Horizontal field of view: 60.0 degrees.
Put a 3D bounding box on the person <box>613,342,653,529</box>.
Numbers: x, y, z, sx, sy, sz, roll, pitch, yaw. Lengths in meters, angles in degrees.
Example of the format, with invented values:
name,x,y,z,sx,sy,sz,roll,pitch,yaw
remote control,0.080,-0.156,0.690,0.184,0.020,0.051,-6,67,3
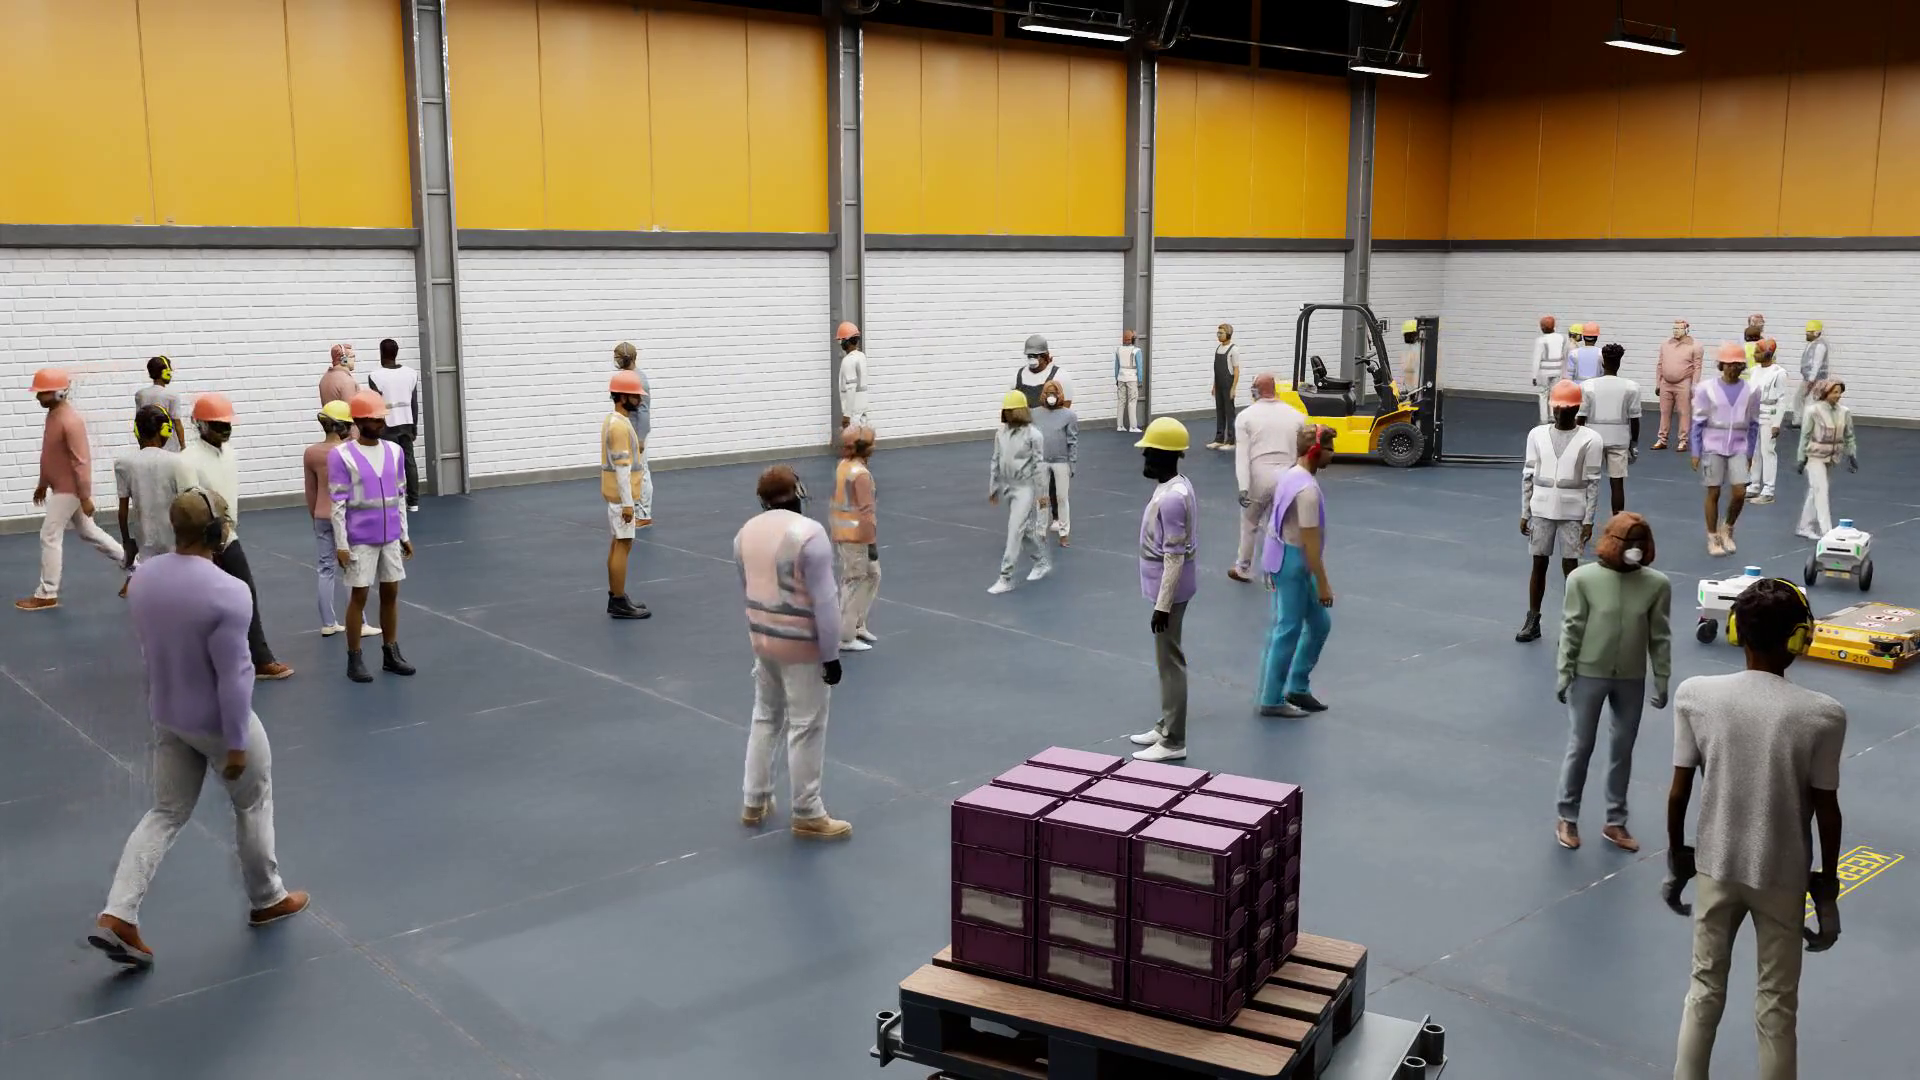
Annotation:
name,x,y,z,sx,sy,sz,roll,pitch,yaw
person,-3.391,-1.077,17.200,0.375,1.936,0.627,-6,11,-30

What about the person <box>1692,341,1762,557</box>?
name,x,y,z,sx,sy,sz,roll,pitch,yaw
person,7.145,-0.839,15.538,0.620,2.023,0.454,2,10,10

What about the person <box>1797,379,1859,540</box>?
name,x,y,z,sx,sy,sz,roll,pitch,yaw
person,8.523,-0.755,16.261,0.535,1.602,0.805,-2,10,-14

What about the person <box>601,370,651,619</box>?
name,x,y,z,sx,sy,sz,roll,pitch,yaw
person,-2.597,-0.354,12.967,0.377,1.932,0.552,-3,10,-17

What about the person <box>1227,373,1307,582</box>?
name,x,y,z,sx,sy,sz,roll,pitch,yaw
person,2.650,-0.475,14.014,0.689,1.835,1.068,-2,10,-9

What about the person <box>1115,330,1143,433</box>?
name,x,y,z,sx,sy,sz,roll,pitch,yaw
person,2.695,-2.529,26.568,0.523,1.638,0.310,9,13,42

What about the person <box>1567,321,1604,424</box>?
name,x,y,z,sx,sy,sz,roll,pitch,yaw
person,8.411,-1.951,22.297,0.546,1.942,0.352,5,11,25

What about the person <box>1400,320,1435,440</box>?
name,x,y,z,sx,sy,sz,roll,pitch,yaw
person,6.632,-2.299,24.527,1.031,1.871,0.603,-2,10,-10

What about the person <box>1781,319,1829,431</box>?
name,x,y,z,sx,sy,sz,roll,pitch,yaw
person,13.507,-2.605,26.500,0.742,1.799,0.614,2,10,9

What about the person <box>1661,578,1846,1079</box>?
name,x,y,z,sx,sy,sz,roll,pitch,yaw
person,2.403,1.036,5.052,0.517,1.862,0.328,8,13,40

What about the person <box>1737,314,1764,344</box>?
name,x,y,z,sx,sy,sz,roll,pitch,yaw
person,12.427,-2.581,26.081,0.643,1.912,0.411,-8,12,-38

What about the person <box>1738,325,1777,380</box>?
name,x,y,z,sx,sy,sz,roll,pitch,yaw
person,11.366,-2.181,23.996,0.650,1.814,0.791,2,10,13

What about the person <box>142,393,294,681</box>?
name,x,y,z,sx,sy,sz,roll,pitch,yaw
person,-4.995,-0.005,10.968,1.002,1.943,0.655,3,10,15

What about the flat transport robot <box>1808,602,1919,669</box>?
name,x,y,z,sx,sy,sz,roll,pitch,yaw
flat transport robot,6.576,0.663,11.876,1.431,0.197,0.652,-9,13,-42

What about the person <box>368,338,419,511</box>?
name,x,y,z,sx,sy,sz,roll,pitch,yaw
person,-6.173,-1.237,18.189,0.378,1.919,0.595,7,12,36

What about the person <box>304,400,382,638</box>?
name,x,y,z,sx,sy,sz,roll,pitch,yaw
person,-4.571,-0.148,12.280,0.524,1.760,0.328,3,10,19

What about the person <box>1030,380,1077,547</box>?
name,x,y,z,sx,sy,sz,roll,pitch,yaw
person,0.892,-0.740,16.142,0.502,1.628,0.286,3,10,16

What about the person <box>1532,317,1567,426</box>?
name,x,y,z,sx,sy,sz,roll,pitch,yaw
person,9.542,-2.692,26.945,0.652,1.851,0.575,-2,10,-12

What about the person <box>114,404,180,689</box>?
name,x,y,z,sx,sy,sz,roll,pitch,yaw
person,-5.198,0.045,10.841,0.520,1.865,0.328,-1,10,-5

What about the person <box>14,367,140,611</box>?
name,x,y,z,sx,sy,sz,roll,pitch,yaw
person,-7.109,-0.434,13.409,0.997,1.954,0.621,-7,12,-35

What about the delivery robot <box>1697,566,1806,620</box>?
name,x,y,z,sx,sy,sz,roll,pitch,yaw
delivery robot,5.751,0.436,12.102,0.707,0.478,0.477,5,11,25

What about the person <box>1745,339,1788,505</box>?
name,x,y,z,sx,sy,sz,roll,pitch,yaw
person,9.130,-1.346,18.922,0.337,1.881,0.584,-2,10,-11

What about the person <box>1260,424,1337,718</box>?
name,x,y,z,sx,sy,sz,roll,pitch,yaw
person,2.099,0.203,10.056,0.586,1.818,0.567,1,10,7

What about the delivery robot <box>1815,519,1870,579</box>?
name,x,y,z,sx,sy,sz,roll,pitch,yaw
delivery robot,7.583,0.065,14.275,0.477,0.478,0.707,6,12,33

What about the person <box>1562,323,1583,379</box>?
name,x,y,z,sx,sy,sz,roll,pitch,yaw
person,9.633,-2.523,26.167,0.313,1.767,0.523,3,10,15

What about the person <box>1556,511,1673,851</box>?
name,x,y,z,sx,sy,sz,roll,pitch,yaw
person,3.093,0.665,7.879,0.519,1.626,0.294,0,10,2

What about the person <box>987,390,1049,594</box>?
name,x,y,z,sx,sy,sz,roll,pitch,yaw
person,0.514,-0.440,14.158,0.499,1.702,0.895,9,13,41

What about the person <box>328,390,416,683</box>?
name,x,y,z,sx,sy,sz,roll,pitch,yaw
person,-3.893,-0.023,11.061,0.405,1.936,0.558,8,12,38

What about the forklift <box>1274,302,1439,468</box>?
name,x,y,z,sx,sy,sz,roll,pitch,yaw
forklift,5.320,-2.157,22.763,2.313,2.155,1.214,3,10,16

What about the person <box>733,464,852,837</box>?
name,x,y,z,sx,sy,sz,roll,pitch,yaw
person,-0.823,0.543,8.097,0.431,1.815,0.708,-9,13,-41

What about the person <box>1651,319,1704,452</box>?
name,x,y,z,sx,sy,sz,roll,pitch,yaw
person,10.350,-2.230,24.033,0.409,1.909,0.639,-9,13,-42

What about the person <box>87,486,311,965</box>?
name,x,y,z,sx,sy,sz,roll,pitch,yaw
person,-3.098,0.738,6.671,0.630,1.913,0.931,4,10,21

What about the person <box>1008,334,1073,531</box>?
name,x,y,z,sx,sy,sz,roll,pitch,yaw
person,0.790,-1.105,17.053,0.693,2.000,0.537,4,10,21

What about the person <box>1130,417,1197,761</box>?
name,x,y,z,sx,sy,sz,roll,pitch,yaw
person,1.144,0.275,9.300,0.358,1.930,0.585,1,10,6

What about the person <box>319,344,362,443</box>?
name,x,y,z,sx,sy,sz,roll,pitch,yaw
person,-6.391,-1.090,17.360,0.407,1.910,0.639,-9,13,-44

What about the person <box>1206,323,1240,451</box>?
name,x,y,z,sx,sy,sz,roll,pitch,yaw
person,3.836,-2.212,24.107,0.344,1.847,0.506,-5,11,-28

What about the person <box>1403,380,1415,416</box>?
name,x,y,z,sx,sy,sz,roll,pitch,yaw
person,7.302,-2.572,26.660,0.321,1.693,0.530,-5,11,-25

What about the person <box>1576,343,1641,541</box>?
name,x,y,z,sx,sy,sz,roll,pitch,yaw
person,6.374,-0.958,16.408,0.614,1.964,0.361,3,10,17

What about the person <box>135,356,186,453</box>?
name,x,y,z,sx,sy,sz,roll,pitch,yaw
person,-7.636,-0.830,15.958,0.535,1.864,0.309,2,10,14

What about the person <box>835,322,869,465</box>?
name,x,y,z,sx,sy,sz,roll,pitch,yaw
person,-1.285,-1.547,19.649,0.394,2.040,0.608,2,10,12

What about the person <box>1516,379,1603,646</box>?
name,x,y,z,sx,sy,sz,roll,pitch,yaw
person,4.332,-0.197,12.045,0.544,1.938,0.356,6,12,32

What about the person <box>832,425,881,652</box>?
name,x,y,z,sx,sy,sz,roll,pitch,yaw
person,-0.691,-0.008,11.842,0.476,1.619,0.550,-3,10,-17
